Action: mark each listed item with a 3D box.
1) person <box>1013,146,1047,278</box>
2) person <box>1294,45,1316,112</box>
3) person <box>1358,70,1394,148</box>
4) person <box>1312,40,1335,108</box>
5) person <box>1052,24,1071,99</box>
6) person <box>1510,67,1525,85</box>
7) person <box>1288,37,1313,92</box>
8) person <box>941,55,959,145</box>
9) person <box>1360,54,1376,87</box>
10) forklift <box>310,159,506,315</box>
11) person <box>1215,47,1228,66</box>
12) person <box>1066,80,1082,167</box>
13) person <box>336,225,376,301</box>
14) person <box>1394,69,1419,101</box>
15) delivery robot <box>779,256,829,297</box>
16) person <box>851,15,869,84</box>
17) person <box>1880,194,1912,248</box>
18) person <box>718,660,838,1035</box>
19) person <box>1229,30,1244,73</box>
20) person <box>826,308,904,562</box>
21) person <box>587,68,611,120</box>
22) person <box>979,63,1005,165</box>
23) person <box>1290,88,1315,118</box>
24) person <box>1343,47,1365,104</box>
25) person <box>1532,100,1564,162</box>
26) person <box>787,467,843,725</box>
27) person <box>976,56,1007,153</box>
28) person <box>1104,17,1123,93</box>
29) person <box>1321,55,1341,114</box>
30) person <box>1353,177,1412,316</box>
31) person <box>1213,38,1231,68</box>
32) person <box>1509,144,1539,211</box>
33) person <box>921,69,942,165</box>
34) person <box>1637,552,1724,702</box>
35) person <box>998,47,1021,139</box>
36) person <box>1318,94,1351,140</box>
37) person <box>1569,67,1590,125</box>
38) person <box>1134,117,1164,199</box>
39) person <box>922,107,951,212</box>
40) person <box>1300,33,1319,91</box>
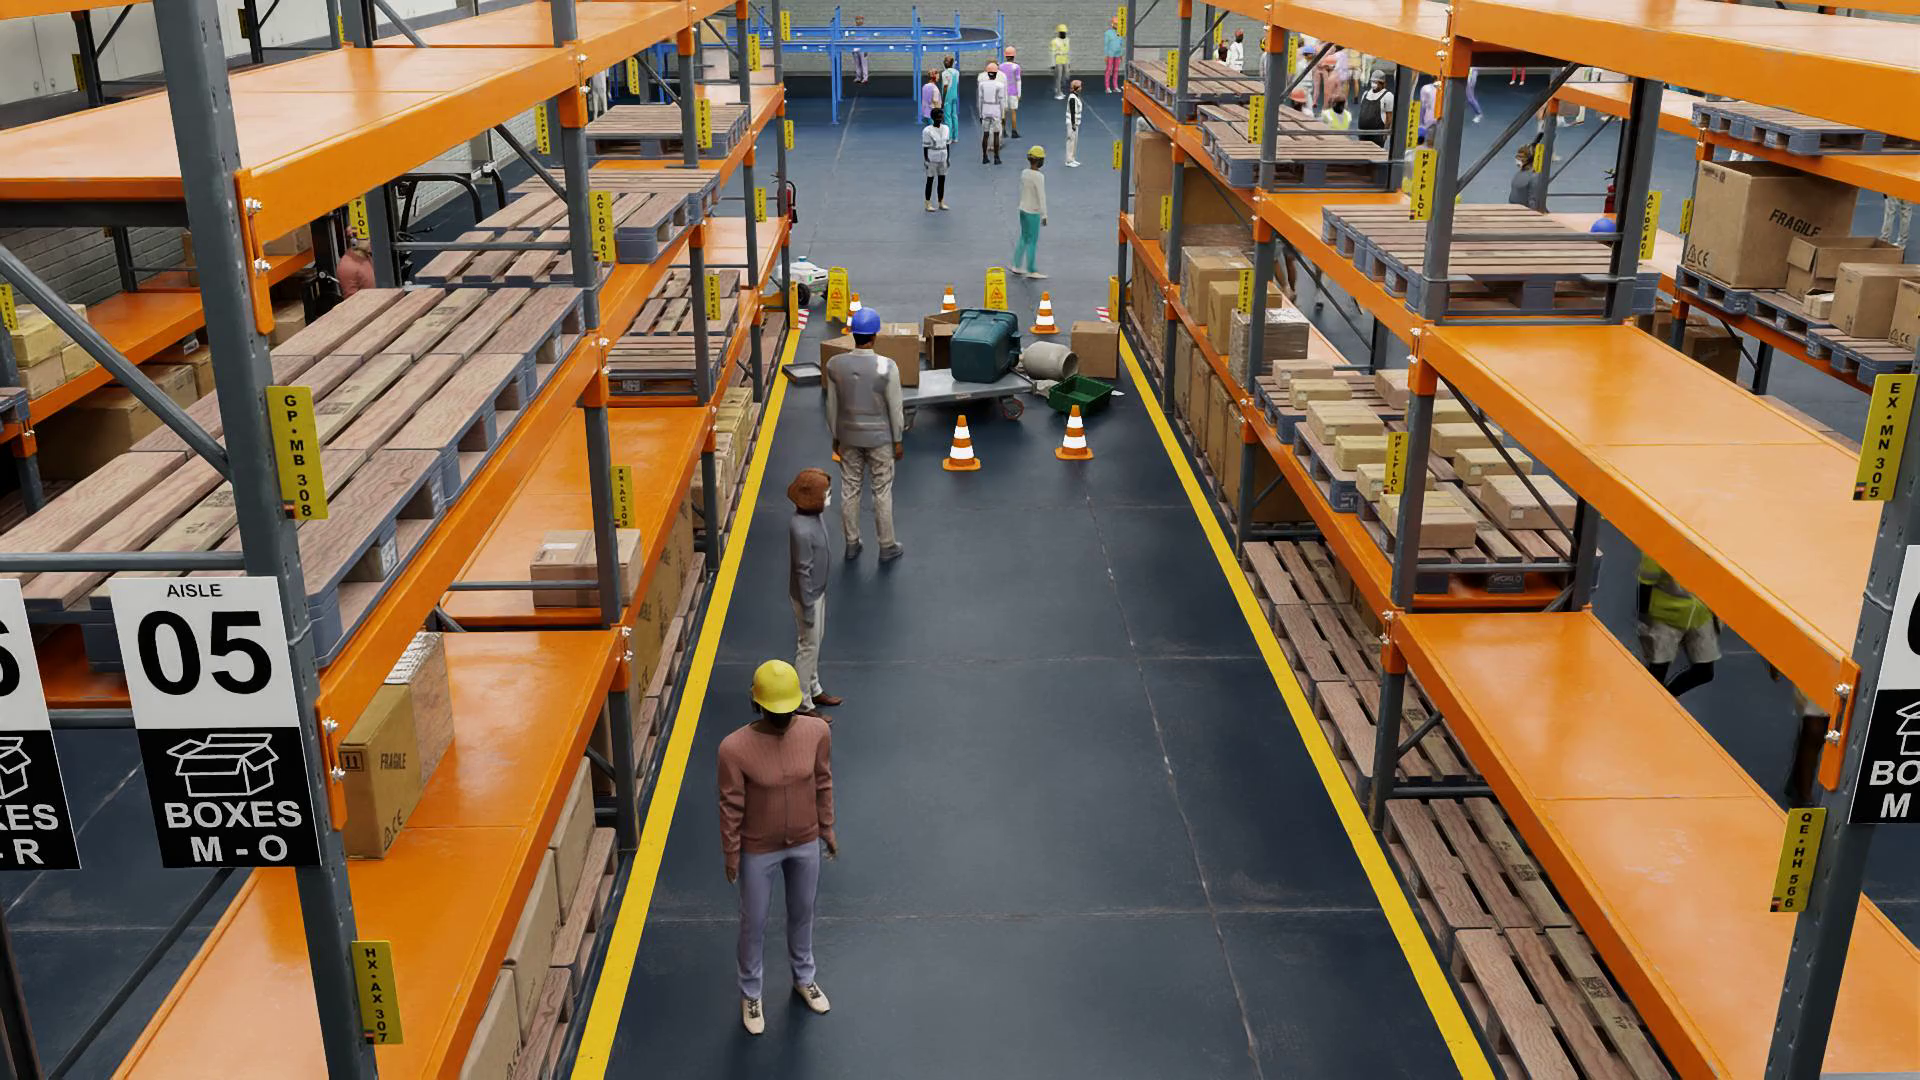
[{"bbox_3d":[0.988,-4.408,22.403,0.396,1.758,0.577,-10,23,-25],"label":"person"},{"bbox_3d":[7.611,-9.928,36.761,0.584,1.915,0.713,14,25,33],"label":"person"},{"bbox_3d":[7.415,-7.405,29.926,0.537,2.000,0.682,-17,27,-38],"label":"person"},{"bbox_3d":[9.129,-11.833,41.824,0.643,1.905,0.400,13,24,31],"label":"person"},{"bbox_3d":[2.682,-12.586,43.788,0.610,1.915,0.432,-15,25,-35],"label":"person"},{"bbox_3d":[16.011,-13.916,47.533,0.518,1.756,0.342,12,24,29],"label":"person"},{"bbox_3d":[8.197,-11.097,39.923,0.672,1.901,0.876,-7,22,-17],"label":"person"},{"bbox_3d":[-0.229,-9.353,35.345,0.333,1.844,0.514,15,25,34],"label":"person"},{"bbox_3d":[11.505,-13.693,46.988,0.565,1.724,0.799,4,21,11],"label":"person"},{"bbox_3d":[-5.622,-2.910,17.832,2.313,2.155,1.214,-1,21,-1],"label":"forklift"},{"bbox_3d":[5.708,-9.923,36.775,0.407,1.908,0.597,-5,21,-14],"label":"person"},{"bbox_3d":[2.211,-8.090,32.313,0.313,1.632,0.521,5,21,13],"label":"person"},{"bbox_3d":[-5.720,-2.105,16.102,0.406,1.911,0.639,0,21,-1],"label":"person"},{"bbox_3d":[10.180,-10.455,37.988,0.536,2.000,0.673,0,21,-1],"label":"person"},{"bbox_3d":[-1.998,-3.371,21.199,0.477,0.478,0.707,-18,27,-39],"label":"delivery robot"},{"bbox_3d":[-2.881,-14.093,47.791,0.407,1.908,0.641,-19,28,-41],"label":"person"},{"bbox_3d":[13.785,-5.151,24.399,0.486,1.738,0.320,0,21,0],"label":"person"},{"bbox_3d":[-0.777,1.323,7.241,0.533,1.765,0.330,-10,23,-26],"label":"person"},{"bbox_3d":[7.007,-11.961,42.206,0.351,1.878,0.568,11,23,27],"label":"person"},{"bbox_3d":[-0.705,-0.787,12.560,0.602,1.949,0.393,7,22,18],"label":"person"},{"bbox_3d":[-7.975,-9.884,36.716,0.533,1.870,0.315,-3,21,-7],"label":"person"},{"bbox_3d":[0.631,-8.335,32.545,0.543,1.929,0.385,9,22,21],"label":"person"},{"bbox_3d":[5.480,-6.313,27.092,0.616,1.996,0.976,0,21,-1],"label":"person"},{"bbox_3d":[10.082,-12.170,42.664,0.552,1.937,0.356,1,21,2],"label":"person"},{"bbox_3d":[11.672,-8.302,32.827,0.775,1.652,0.542,10,23,25],"label":"person"},{"bbox_3d":[-0.892,0.332,10.058,0.287,1.626,0.508,1,21,3],"label":"person"},{"bbox_3d":[0.634,-8.926,34.126,0.623,1.918,0.479,-11,23,-26],"label":"person"},{"bbox_3d":[4.201,-13.263,45.472,0.612,1.997,0.375,-13,24,-30],"label":"person"},{"bbox_3d":[7.446,-8.771,33.627,0.704,1.968,0.664,6,22,15],"label":"person"},{"bbox_3d":[5.162,-3.481,19.972,0.719,1.748,0.530,7,22,18],"label":"person"},{"bbox_3d":[6.309,-11.217,40.299,0.567,1.833,0.396,-16,26,-37],"label":"person"},{"bbox_3d":[7.202,-4.095,21.333,0.372,1.934,0.625,-2,21,-6],"label":"person"},{"bbox_3d":[-0.552,-8.185,32.256,0.388,1.848,0.564,-11,23,-26],"label":"person"},{"bbox_3d":[4.176,0.451,9.652,0.562,1.681,0.381,-1,21,-3],"label":"person"},{"bbox_3d":[1.092,-9.748,36.257,0.544,1.943,0.347,11,23,26],"label":"person"},{"bbox_3d":[6.334,-6.680,28.338,0.635,1.816,0.865,-7,22,-18],"label":"person"},{"bbox_3d":[14.447,-10.486,38.651,0.296,1.622,0.511,12,24,29],"label":"person"},{"bbox_3d":[3.230,-6.676,28.436,0.490,1.729,0.324,-3,21,-8],"label":"person"},{"bbox_3d":[-0.389,-6.276,27.432,0.530,1.688,0.321,-15,25,-34],"label":"person"},{"bbox_3d":[9.607,-13.371,45.874,0.588,1.913,0.390,-5,21,-13],"label":"person"}]
